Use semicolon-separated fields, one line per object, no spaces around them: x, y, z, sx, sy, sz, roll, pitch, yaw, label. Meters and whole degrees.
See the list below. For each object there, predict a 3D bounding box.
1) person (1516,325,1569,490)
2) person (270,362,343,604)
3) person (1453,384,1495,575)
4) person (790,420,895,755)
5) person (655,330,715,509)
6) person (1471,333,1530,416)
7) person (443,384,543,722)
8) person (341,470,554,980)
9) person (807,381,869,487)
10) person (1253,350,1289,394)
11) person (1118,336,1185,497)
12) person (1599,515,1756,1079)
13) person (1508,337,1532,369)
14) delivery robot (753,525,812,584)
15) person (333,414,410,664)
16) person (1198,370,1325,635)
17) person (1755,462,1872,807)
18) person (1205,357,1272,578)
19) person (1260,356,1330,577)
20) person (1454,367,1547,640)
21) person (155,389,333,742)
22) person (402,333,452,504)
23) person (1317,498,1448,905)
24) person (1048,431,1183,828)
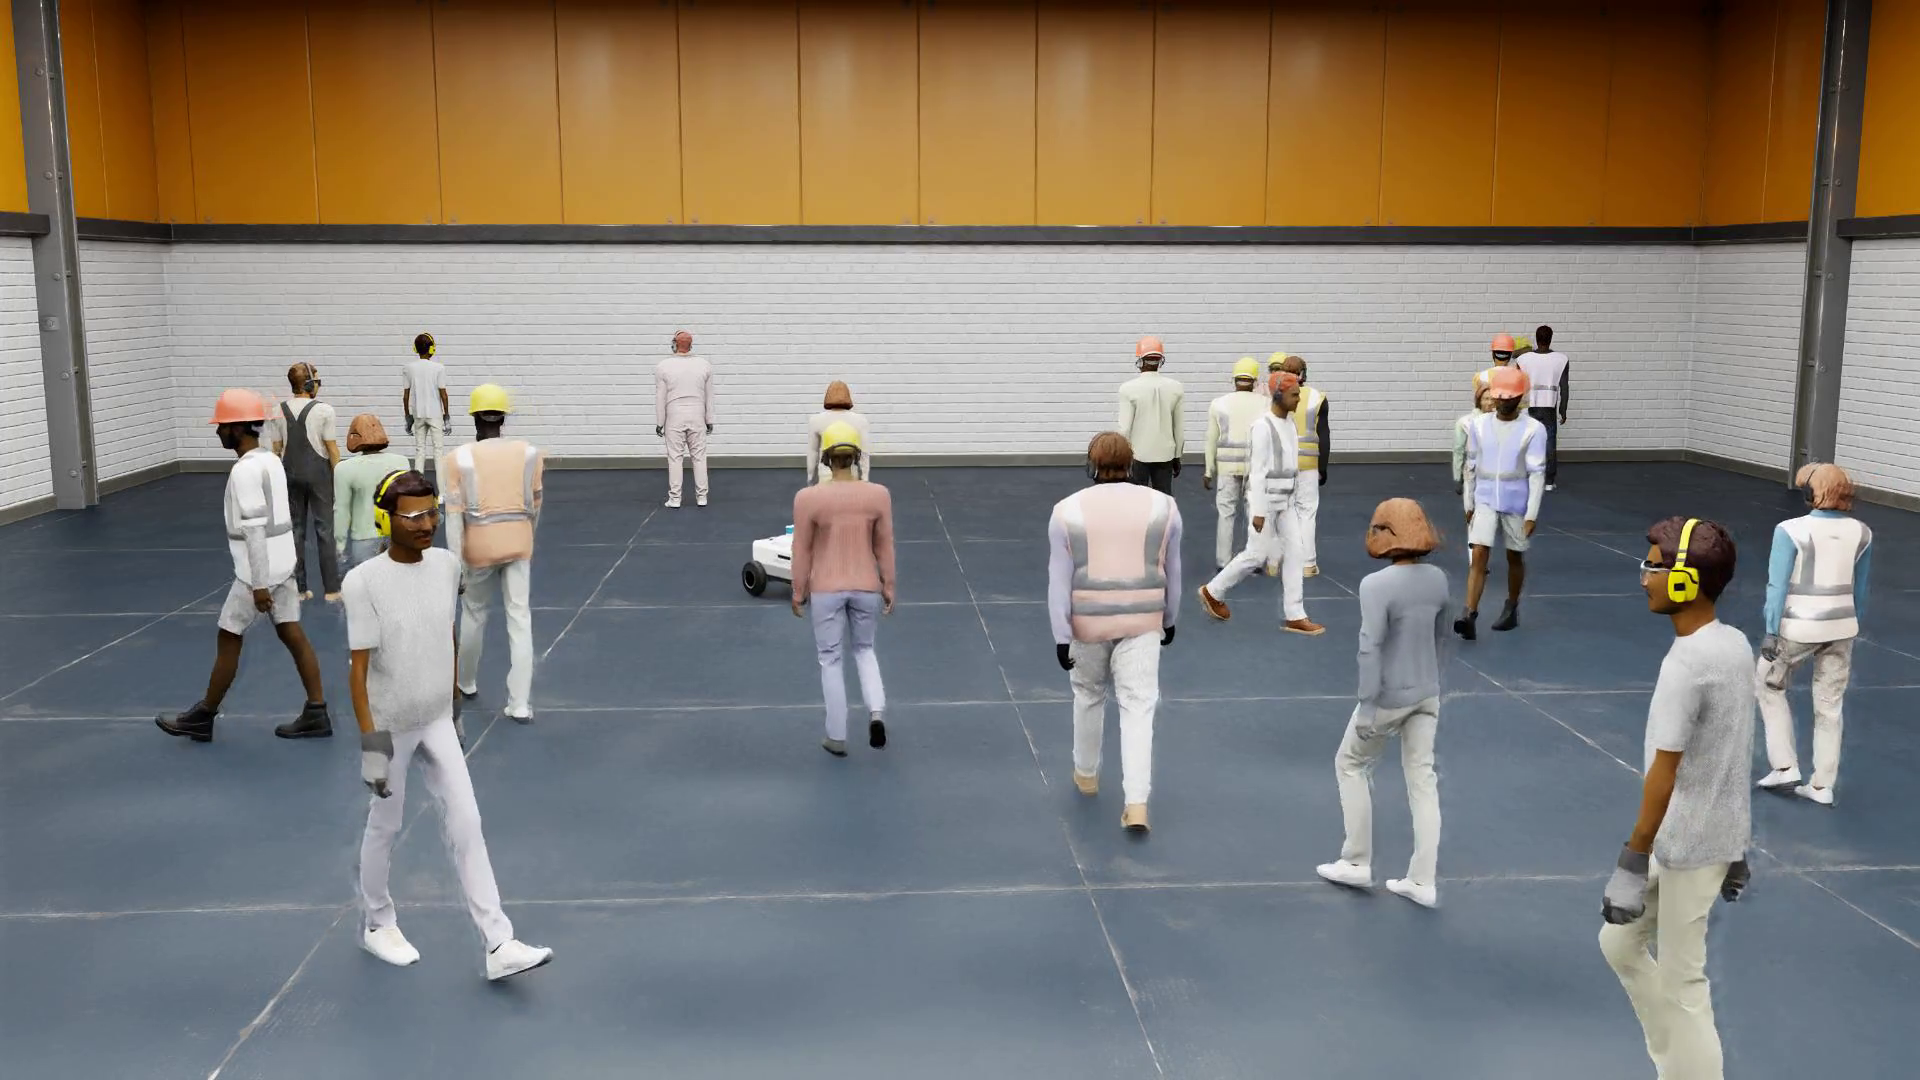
6.762;-1.531;19.360;0.597;1.915;0.374;2;9;14;person
-4.948;-0.423;12.640;0.505;1.842;0.349;0;9;2;person
4.375;-0.482;13.754;0.525;1.612;0.726;0;9;-3;person
-0.604;0.259;8.641;0.539;1.754;0.430;-4;10;-21;person
-2.963;-1.293;17.882;0.651;1.913;0.409;-4;10;-23;person
5.237;-1.036;16.188;0.552;1.934;0.373;1;9;8;person
-2.681;0.055;9.521;0.588;1.872;0.999;-5;10;-30;person
-1.863;0.668;5.826;0.946;1.820;0.562;7;11;36;person
-1.036;-0.535;14.045;0.517;1.611;0.599;-2;9;-9;person
3.157;-0.998;16.498;0.549;1.752;0.366;4;10;22;person
1.578;-0.705;13.928;0.621;1.992;0.397;-3;10;-20;person
1.954;0.857;4.586;0.510;1.853;0.513;6;11;32;person
7.178;-1.725;21.242;0.530;1.716;0.347;2;9;10;person
-1.294;0.131;12.893;0.477;0.478;0.707;-8;12;-40;delivery robot
-3.743;0.005;10.658;0.513;1.623;0.320;-7;12;-39;person
2.131;-0.271;11.699;0.890;1.852;0.583;7;11;37;person
4.031;0.441;7.905;0.546;1.620;0.488;-1;9;-8;person
2.328;-0.593;13.737;0.602;1.829;0.404;1;9;6;person
2.754;-0.604;13.801;0.619;1.837;0.430;3;9;18;person
3.694;-0.238;11.377;0.563;1.868;1.035;6;11;33;person
-3.852;0.147;8.891;0.966;1.887;0.565;0;9;-3;person
-5.818;-1.321;18.183;0.520;1.873;0.333;1;9;5;person
1.710;0.632;6.702;0.536;1.610;0.620;-6;11;-32;person
0.718;0.393;7.687;0.626;1.799;0.970;0;9;2;person
